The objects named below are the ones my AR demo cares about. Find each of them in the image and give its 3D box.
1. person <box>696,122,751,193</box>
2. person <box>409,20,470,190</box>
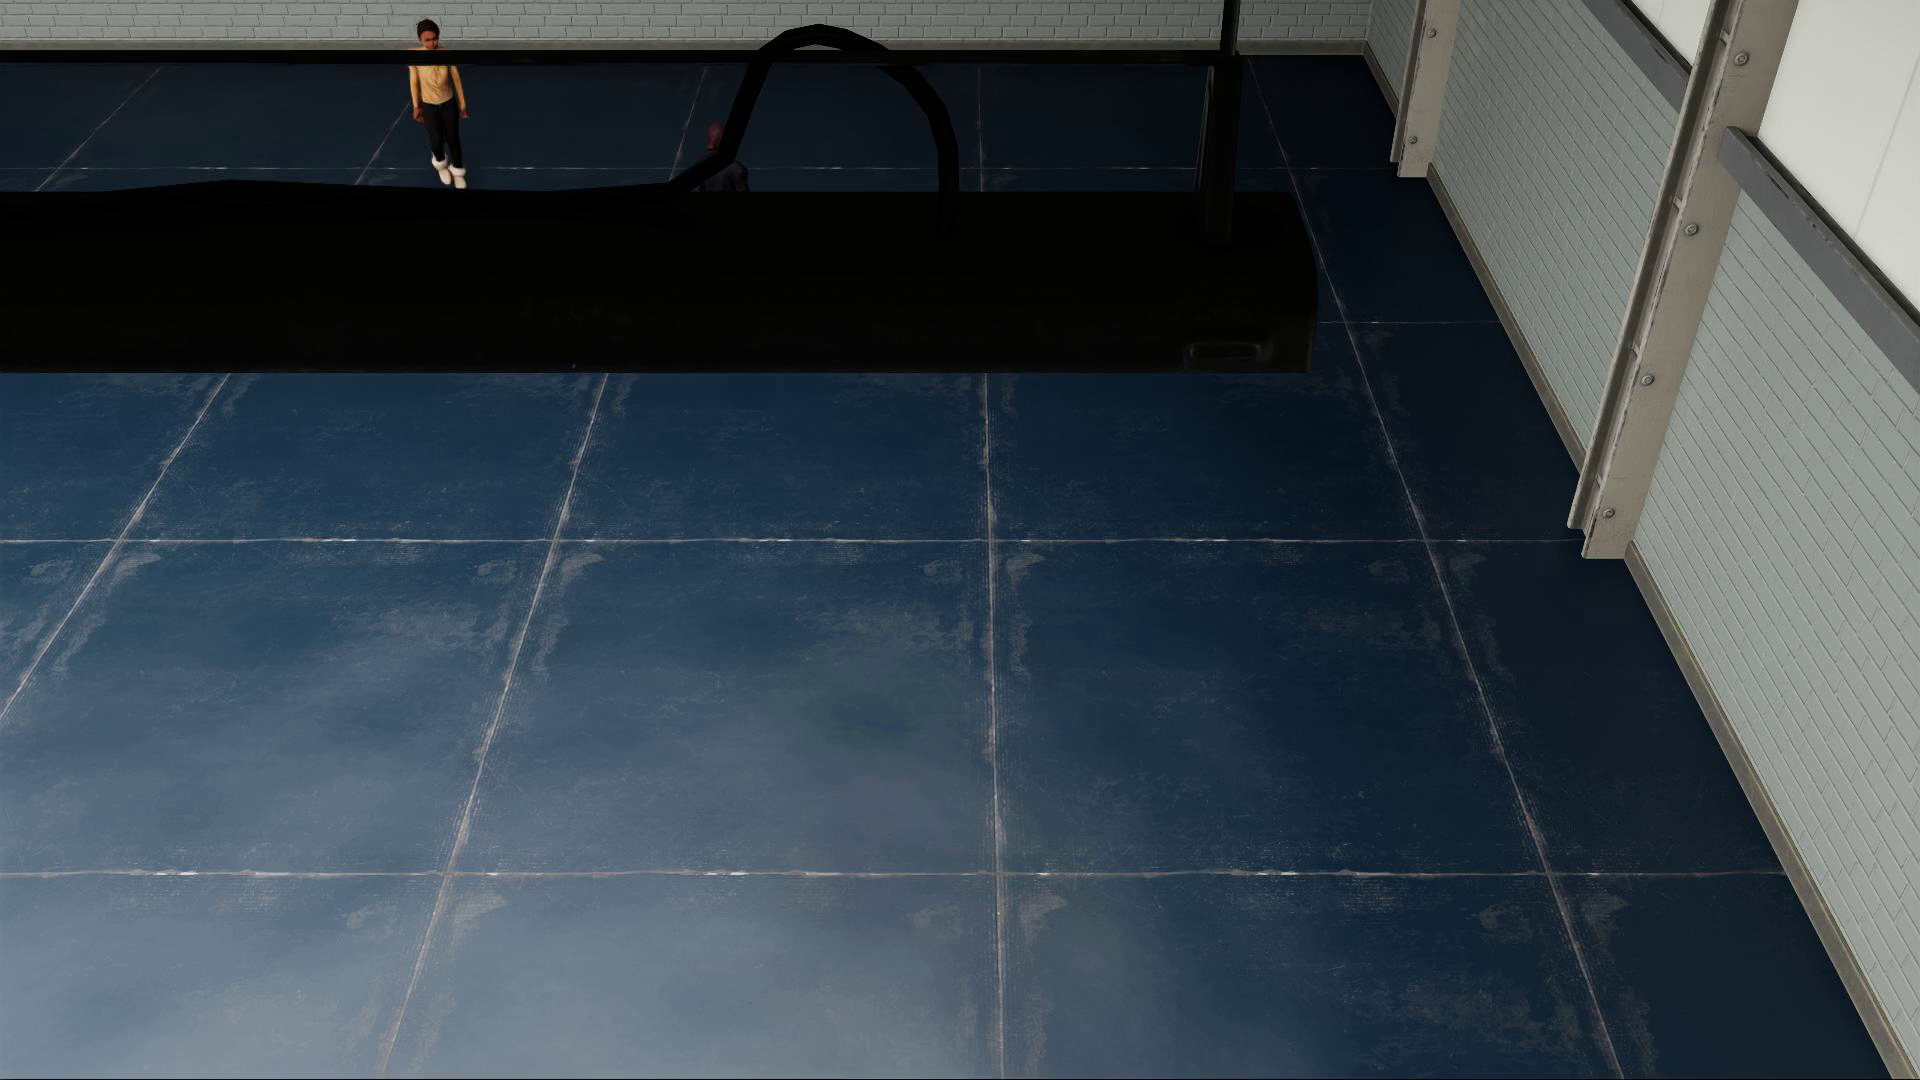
[{"bbox_3d":[-1.878,-2.517,13.330,0.760,1.726,0.787,24,43,28],"label":"person"},{"bbox_3d":[-4.841,-4.047,15.411,0.753,1.642,0.786,-16,40,-20],"label":"person"}]
